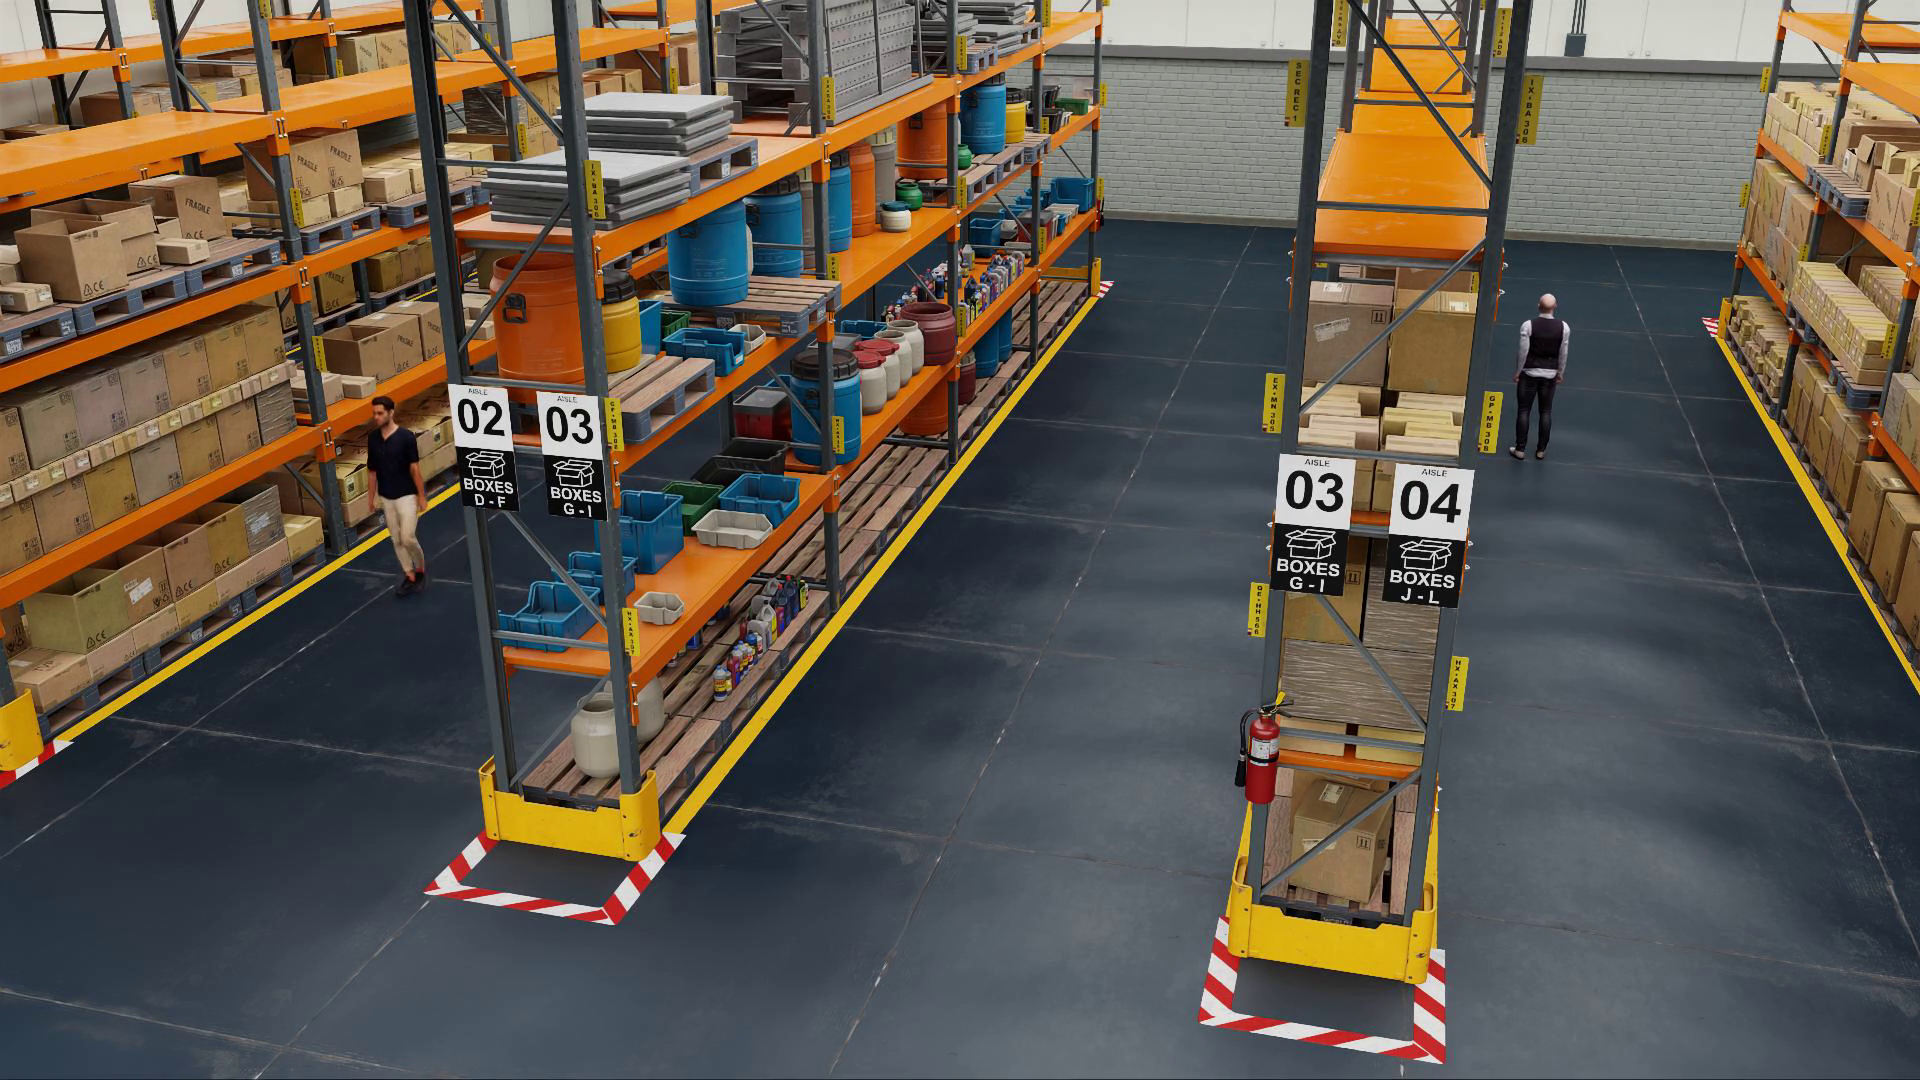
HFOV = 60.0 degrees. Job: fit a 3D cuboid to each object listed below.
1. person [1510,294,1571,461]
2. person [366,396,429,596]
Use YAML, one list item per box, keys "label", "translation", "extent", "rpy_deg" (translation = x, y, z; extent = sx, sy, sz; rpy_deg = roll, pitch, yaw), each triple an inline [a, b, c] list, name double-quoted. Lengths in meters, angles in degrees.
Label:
- label: "person"
  translation: [6.278, -1.777, 18.069]
  extent: [0.741, 1.823, 0.659]
  rpy_deg: [1, 22, 2]
- label: "person"
  translation: [-4.908, -0.406, 14.695]
  extent: [0.658, 1.841, 0.579]
  rpy_deg: [5, 23, 12]
